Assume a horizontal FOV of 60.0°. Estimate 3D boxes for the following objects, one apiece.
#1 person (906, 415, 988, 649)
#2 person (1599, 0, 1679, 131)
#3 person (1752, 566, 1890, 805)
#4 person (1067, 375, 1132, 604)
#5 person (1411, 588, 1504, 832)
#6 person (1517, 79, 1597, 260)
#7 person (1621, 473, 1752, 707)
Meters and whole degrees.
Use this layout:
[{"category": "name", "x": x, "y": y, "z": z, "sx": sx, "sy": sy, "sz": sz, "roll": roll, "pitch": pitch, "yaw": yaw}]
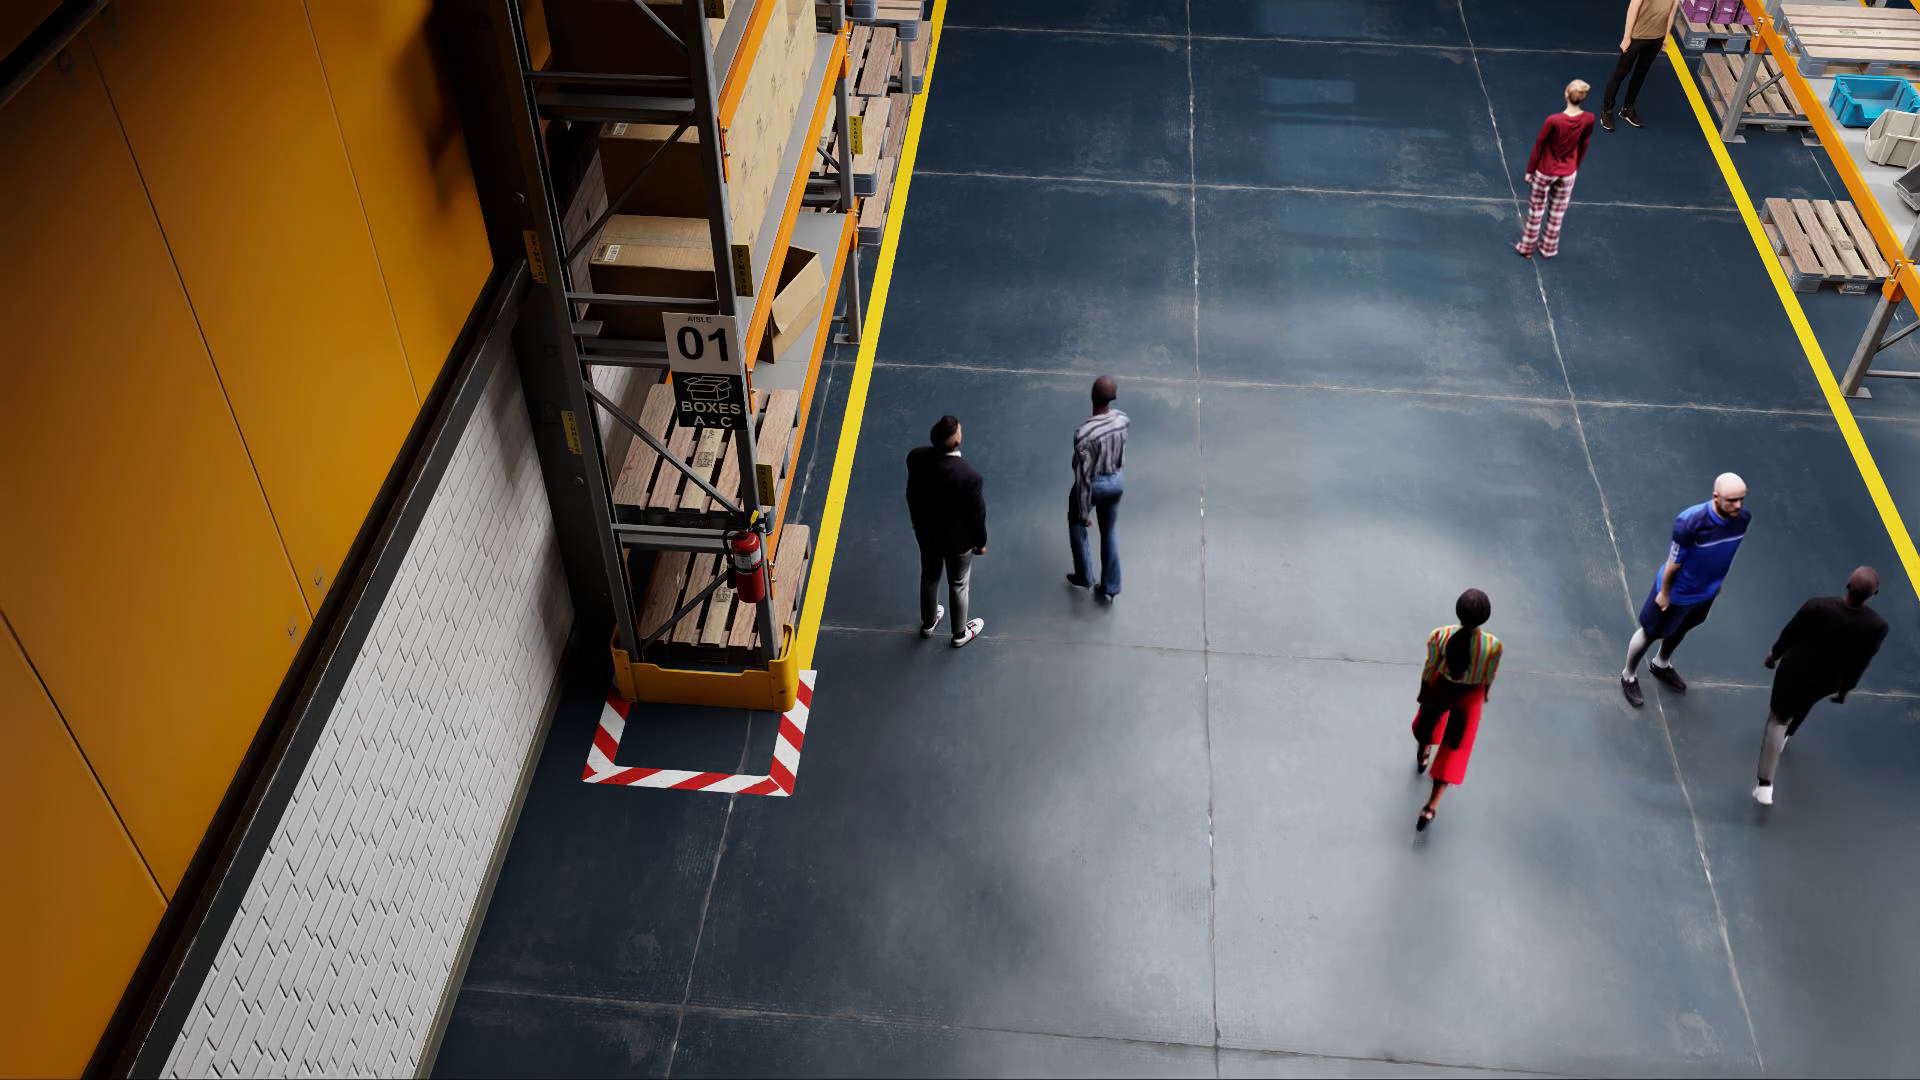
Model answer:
[{"category": "person", "x": -0.098, "y": -0.081, "z": 10.876, "sx": 0.790, "sy": 1.949, "sz": 0.739, "roll": 20, "pitch": 47, "yaw": 20}, {"category": "person", "x": 6.578, "y": -4.863, "z": 15.967, "sx": 0.723, "sy": 1.851, "sz": 0.673, "roll": -8, "pitch": 44, "yaw": -8}, {"category": "person", "x": 5.117, "y": 0.883, "z": 10.026, "sx": 0.874, "sy": 1.727, "sz": 1.210, "roll": 14, "pitch": 45, "yaw": 15}, {"category": "person", "x": 0.974, "y": -0.267, "z": 11.212, "sx": 0.835, "sy": 1.756, "sz": 0.894, "roll": -32, "pitch": 52, "yaw": -29}, {"category": "person", "x": 2.922, "y": 1.012, "z": 9.862, "sx": 0.812, "sy": 1.765, "sz": 1.090, "roll": 17, "pitch": 46, "yaw": 17}, {"category": "person", "x": 5.136, "y": -3.187, "z": 14.317, "sx": 0.645, "sy": 1.700, "sz": 0.552, "roll": -2, "pitch": 44, "yaw": -3}, {"category": "person", "x": 4.626, "y": 0.286, "z": 10.568, "sx": 0.755, "sy": 1.842, "sz": 0.739, "roll": -15, "pitch": 46, "yaw": -15}]
